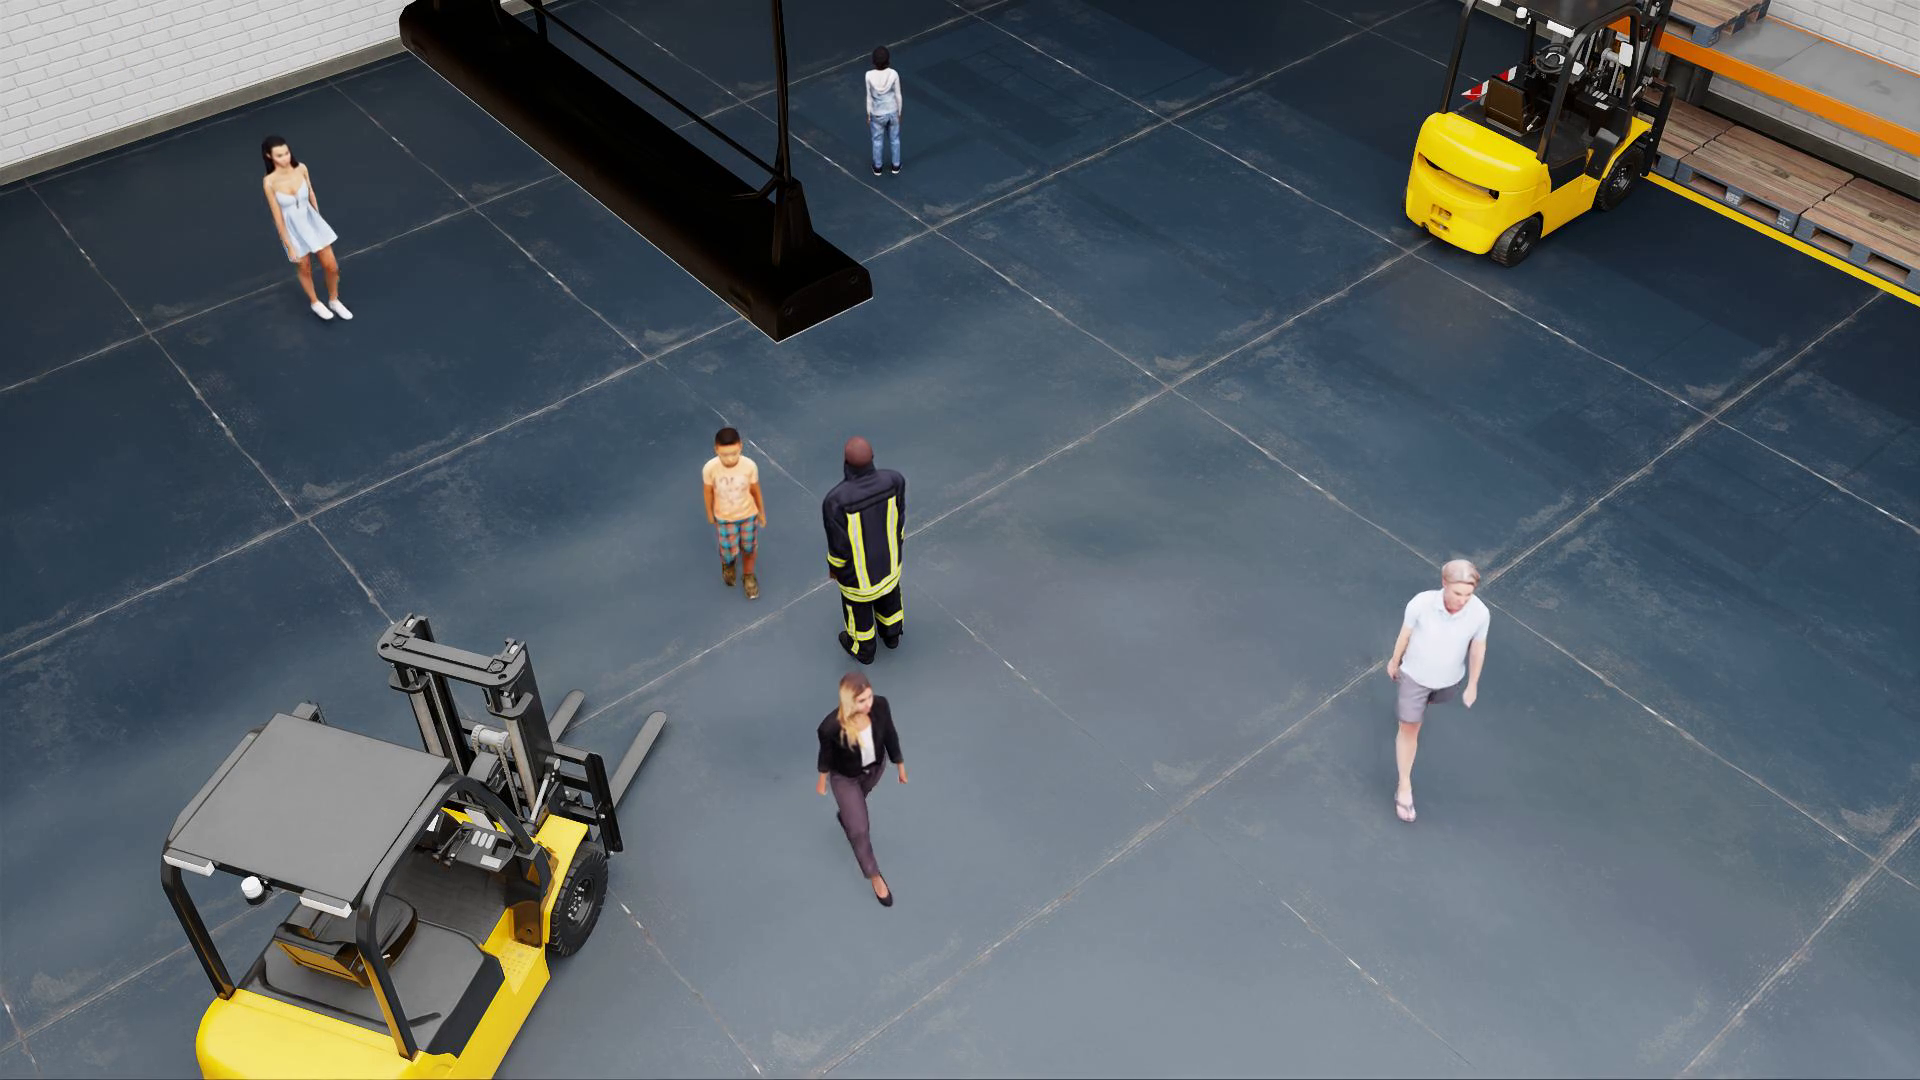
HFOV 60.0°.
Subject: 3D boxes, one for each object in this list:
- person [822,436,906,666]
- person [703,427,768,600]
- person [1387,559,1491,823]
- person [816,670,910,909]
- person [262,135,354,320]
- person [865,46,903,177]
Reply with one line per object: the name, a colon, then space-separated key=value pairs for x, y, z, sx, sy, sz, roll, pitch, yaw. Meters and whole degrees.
person: x=-0.598 y=0.052 z=10.679 sx=0.776 sy=1.821 sz=0.710 roll=-23 pitch=48 yaw=-22
person: x=-1.525 y=-0.222 z=11.235 sx=0.658 sy=1.452 sz=0.721 roll=-11 pitch=45 yaw=-11
person: x=2.828 y=0.726 z=9.997 sx=1.199 sy=1.787 sz=1.249 roll=4 pitch=44 yaw=4
person: x=-0.639 y=1.279 z=9.522 sx=0.669 sy=1.640 sz=0.966 roll=-26 pitch=49 yaw=-24
person: x=-5.387 y=-2.537 z=13.474 sx=0.673 sy=1.715 sz=0.610 roll=34 pitch=53 yaw=30
person: x=-0.703 y=-3.946 z=15.283 sx=0.566 sy=1.260 sz=0.612 roll=-4 pitch=44 yaw=-4
